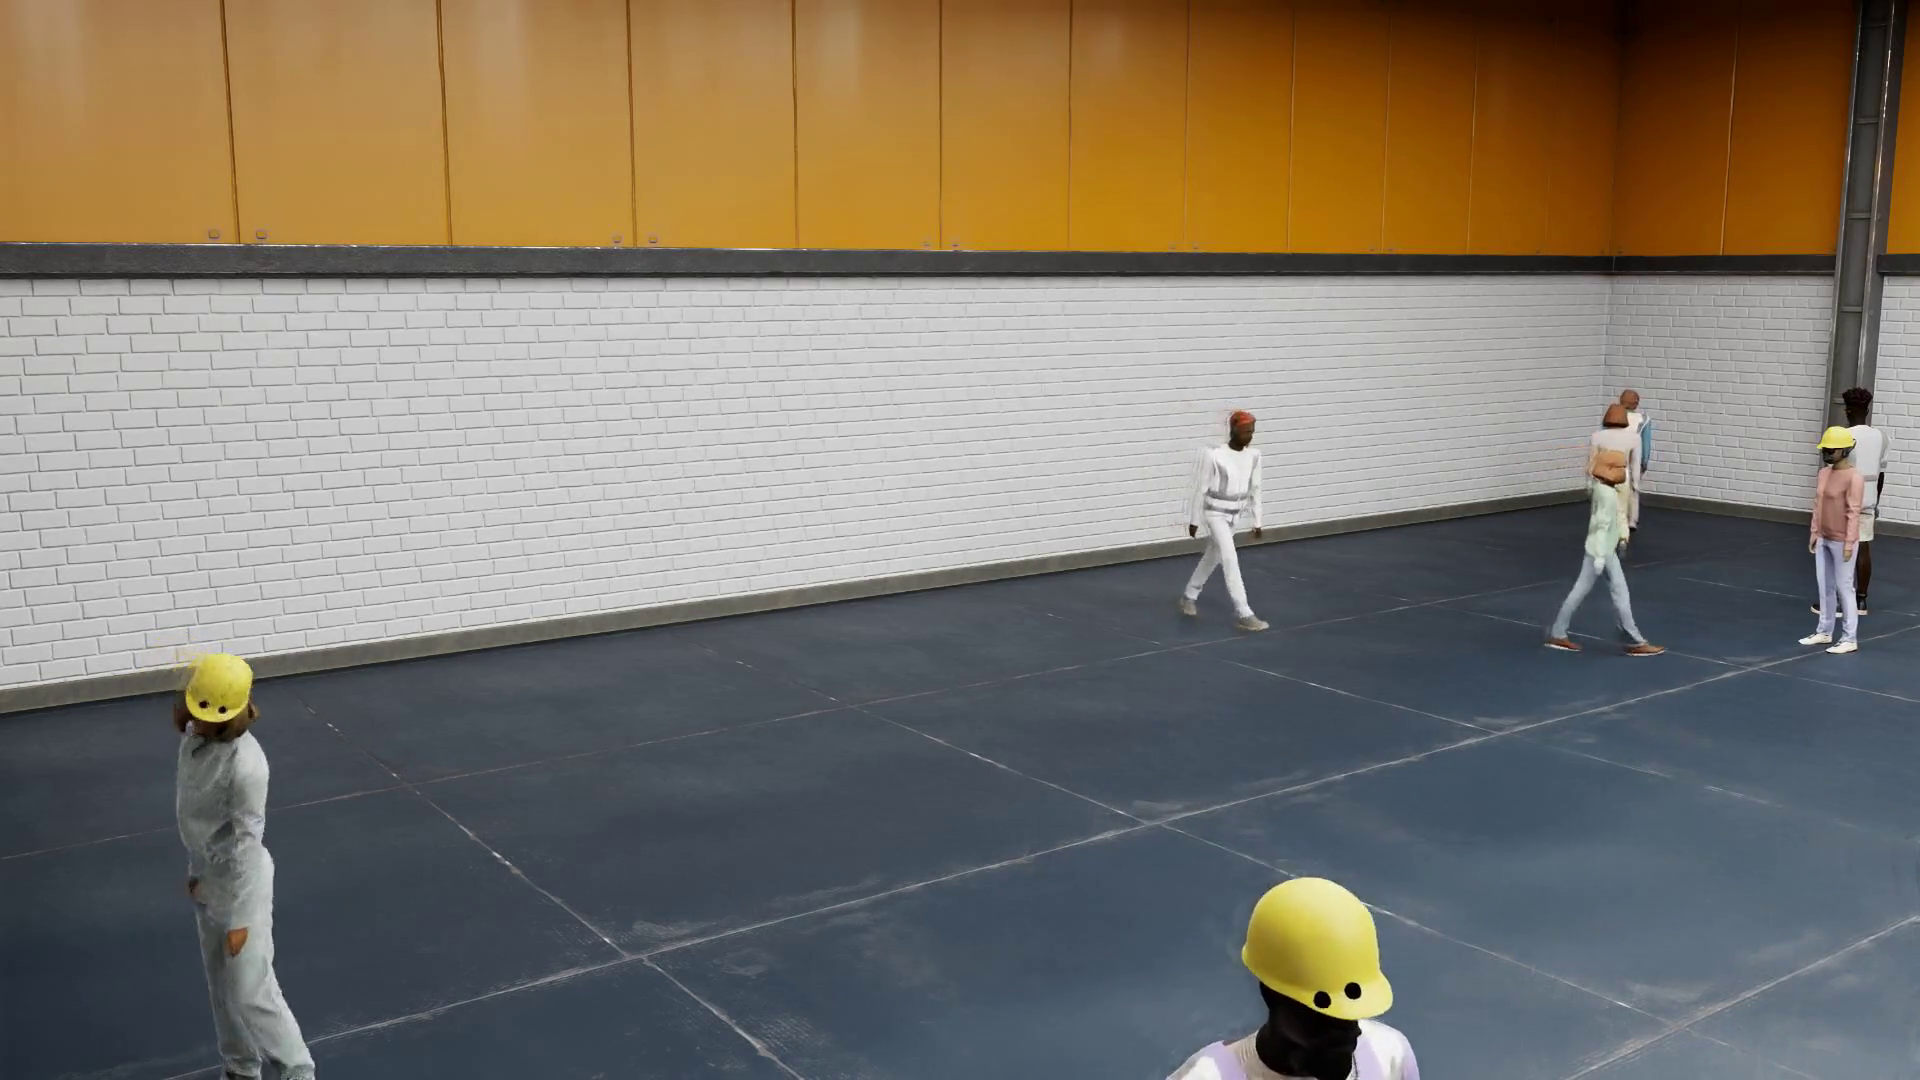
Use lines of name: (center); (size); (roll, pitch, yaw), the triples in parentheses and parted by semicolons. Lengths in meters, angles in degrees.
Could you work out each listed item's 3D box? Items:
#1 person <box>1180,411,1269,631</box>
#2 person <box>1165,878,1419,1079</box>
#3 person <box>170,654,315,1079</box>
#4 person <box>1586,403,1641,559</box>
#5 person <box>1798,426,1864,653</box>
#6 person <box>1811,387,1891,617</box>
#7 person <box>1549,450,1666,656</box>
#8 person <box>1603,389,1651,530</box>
person: (2.195, -0.194, 13.935); (0.585, 1.813, 1.054); (-6, 11, -34)
person: (0.658, 1.526, 3.059); (0.607, 1.874, 0.974); (-6, 11, -32)
person: (-2.447, 1.200, 5.649); (0.367, 1.704, 0.605); (-8, 12, -41)
person: (6.589, -0.566, 16.776); (0.501, 1.620, 0.427); (2, 9, 9)
person: (6.770, -0.005, 12.898); (0.360, 1.757, 0.521); (-1, 9, -5)
person: (7.602, -0.322, 14.199); (0.614, 1.963, 0.361); (-3, 10, -17)
person: (4.975, 0.098, 12.765); (0.847, 1.582, 0.515); (2, 9, 14)
person: (7.485, -0.887, 18.755); (0.523, 1.621, 0.647); (3, 10, 18)
